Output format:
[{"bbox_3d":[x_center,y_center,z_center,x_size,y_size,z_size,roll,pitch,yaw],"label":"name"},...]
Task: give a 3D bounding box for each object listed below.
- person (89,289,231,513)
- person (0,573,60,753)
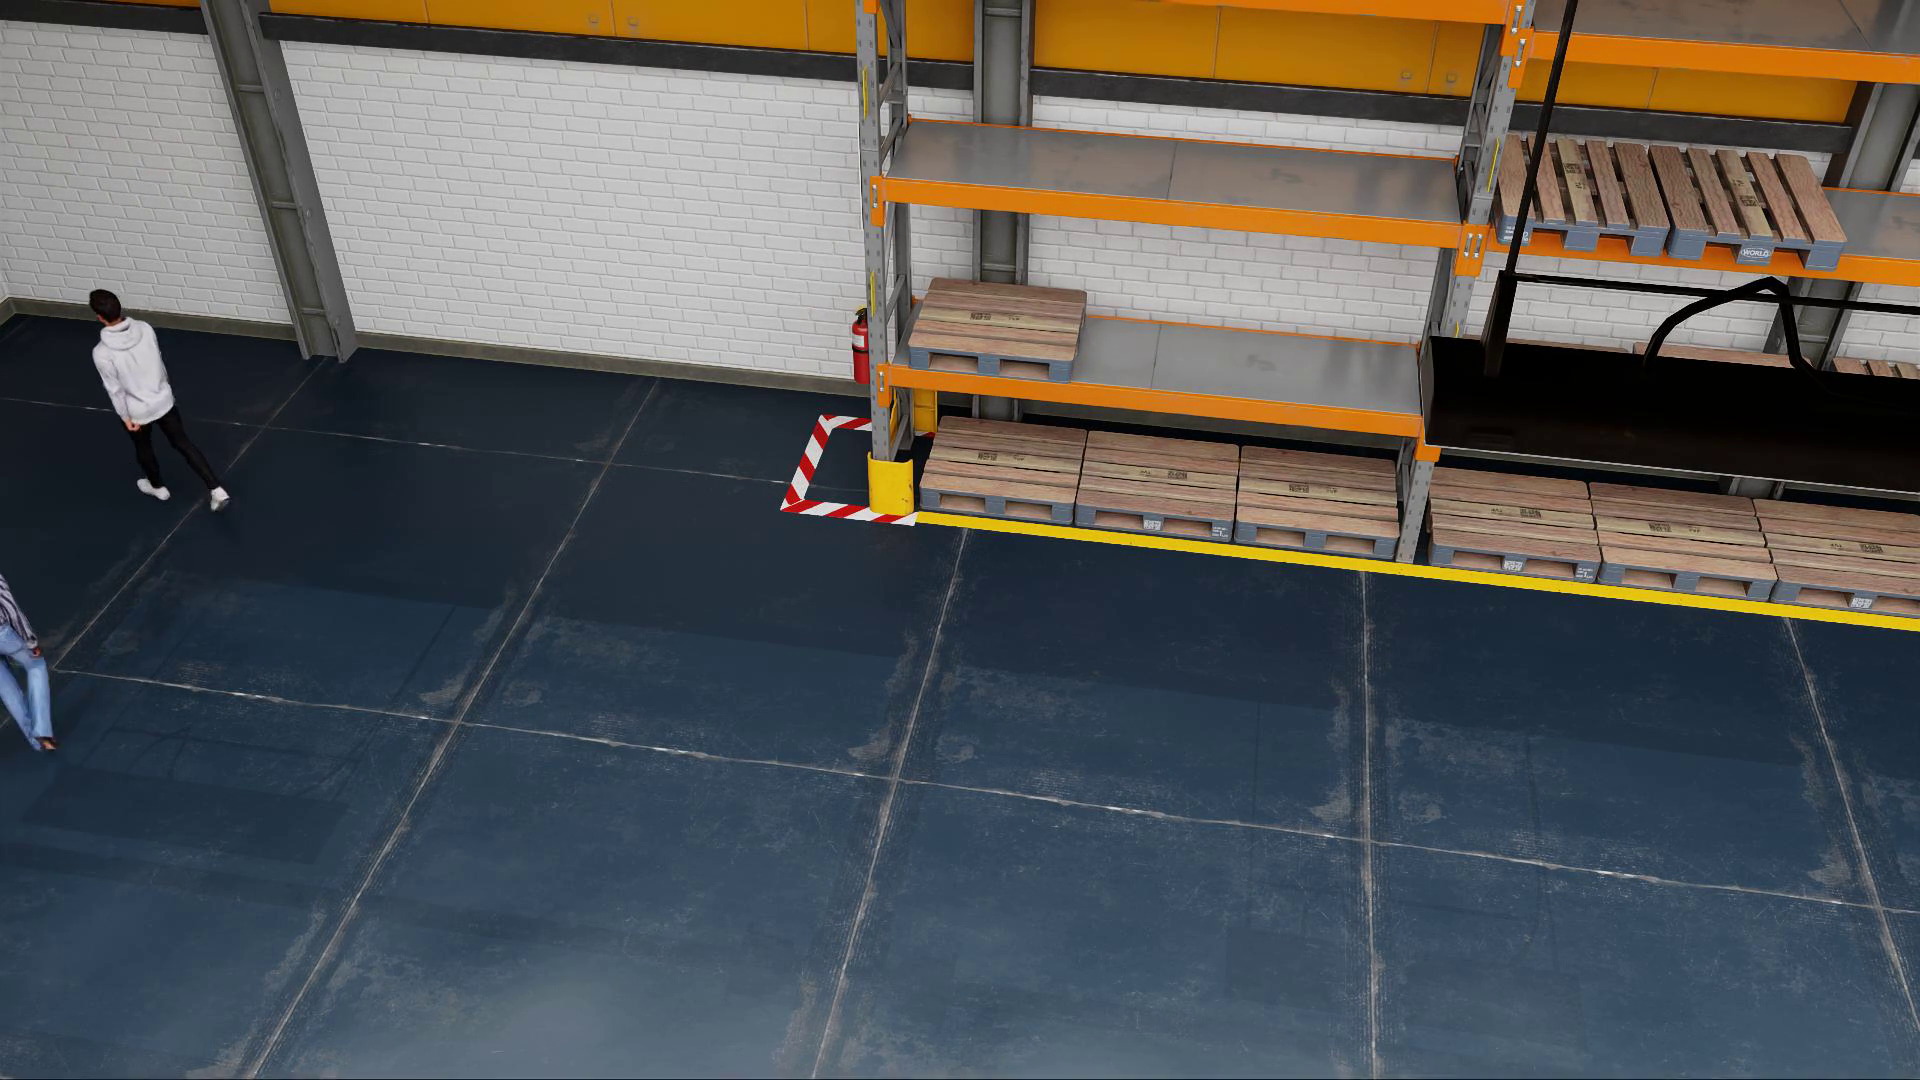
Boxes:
[{"bbox_3d":[-5.992,-0.996,12.409,1.314,1.895,1.044,25,45,28],"label":"person"},{"bbox_3d":[-5.987,0.721,10.347,0.778,1.783,0.856,-15,41,-18],"label":"person"}]
